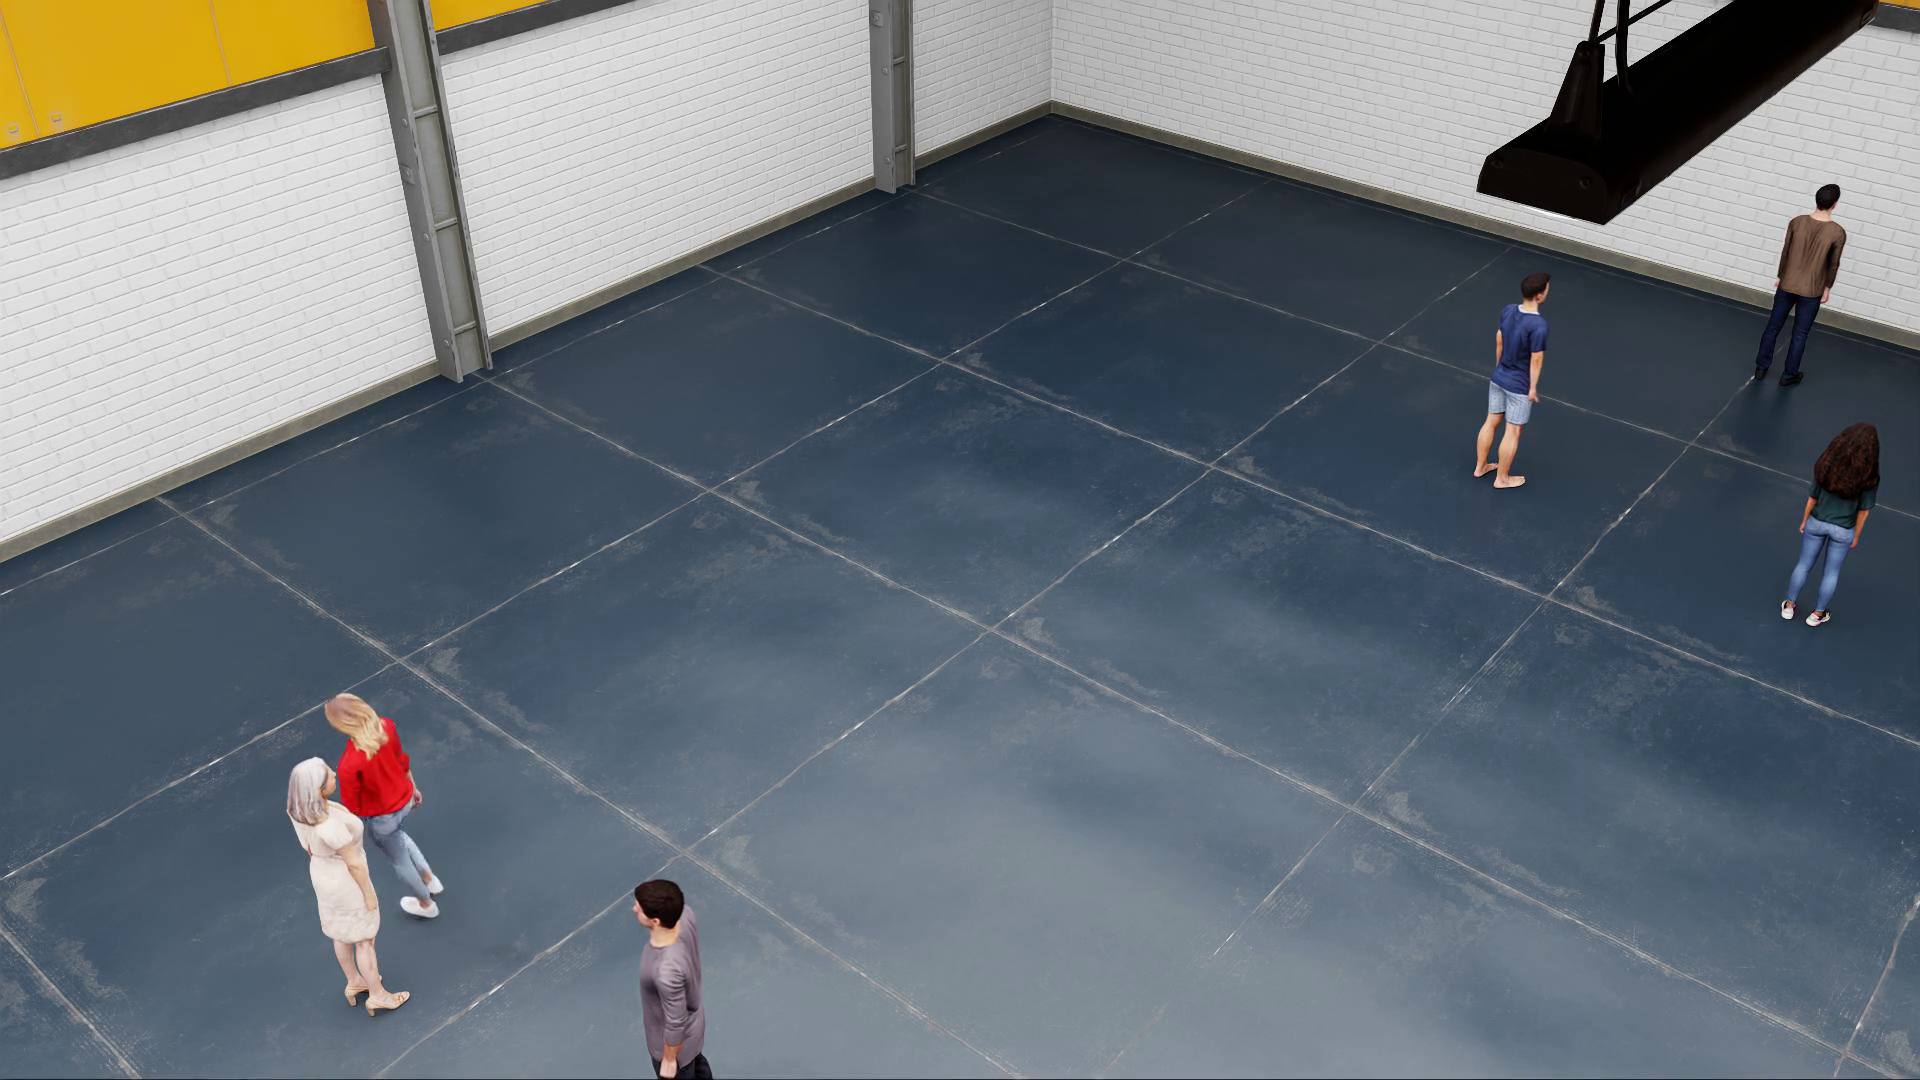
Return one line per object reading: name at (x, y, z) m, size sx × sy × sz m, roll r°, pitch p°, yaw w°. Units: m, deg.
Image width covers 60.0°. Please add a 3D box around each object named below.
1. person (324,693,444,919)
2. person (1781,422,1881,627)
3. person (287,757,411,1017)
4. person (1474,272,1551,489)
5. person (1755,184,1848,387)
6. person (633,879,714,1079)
person at (-3.149, 1.541, 9.310) m, size 0.769 × 1.690 × 0.633 m, roll 13°, pitch 36°, yaw 19°
person at (6.220, -0.113, 11.866) m, size 0.592 × 1.617 × 0.582 m, roll 23°, pitch 40°, yaw 31°
person at (-3.269, 1.845, 8.811) m, size 0.608 × 1.736 × 0.560 m, roll 21°, pitch 39°, yaw 29°
person at (4.474, -1.294, 13.433) m, size 0.681 × 1.847 × 0.692 m, roll -16°, pitch 37°, yaw -23°
person at (7.534, -2.285, 14.886) m, size 0.645 × 1.888 × 0.553 m, roll 26°, pitch 42°, yaw 34°
person at (-1.358, 2.318, 7.994) m, size 0.797 × 1.853 × 0.721 m, roll -1°, pitch 34°, yaw -2°
